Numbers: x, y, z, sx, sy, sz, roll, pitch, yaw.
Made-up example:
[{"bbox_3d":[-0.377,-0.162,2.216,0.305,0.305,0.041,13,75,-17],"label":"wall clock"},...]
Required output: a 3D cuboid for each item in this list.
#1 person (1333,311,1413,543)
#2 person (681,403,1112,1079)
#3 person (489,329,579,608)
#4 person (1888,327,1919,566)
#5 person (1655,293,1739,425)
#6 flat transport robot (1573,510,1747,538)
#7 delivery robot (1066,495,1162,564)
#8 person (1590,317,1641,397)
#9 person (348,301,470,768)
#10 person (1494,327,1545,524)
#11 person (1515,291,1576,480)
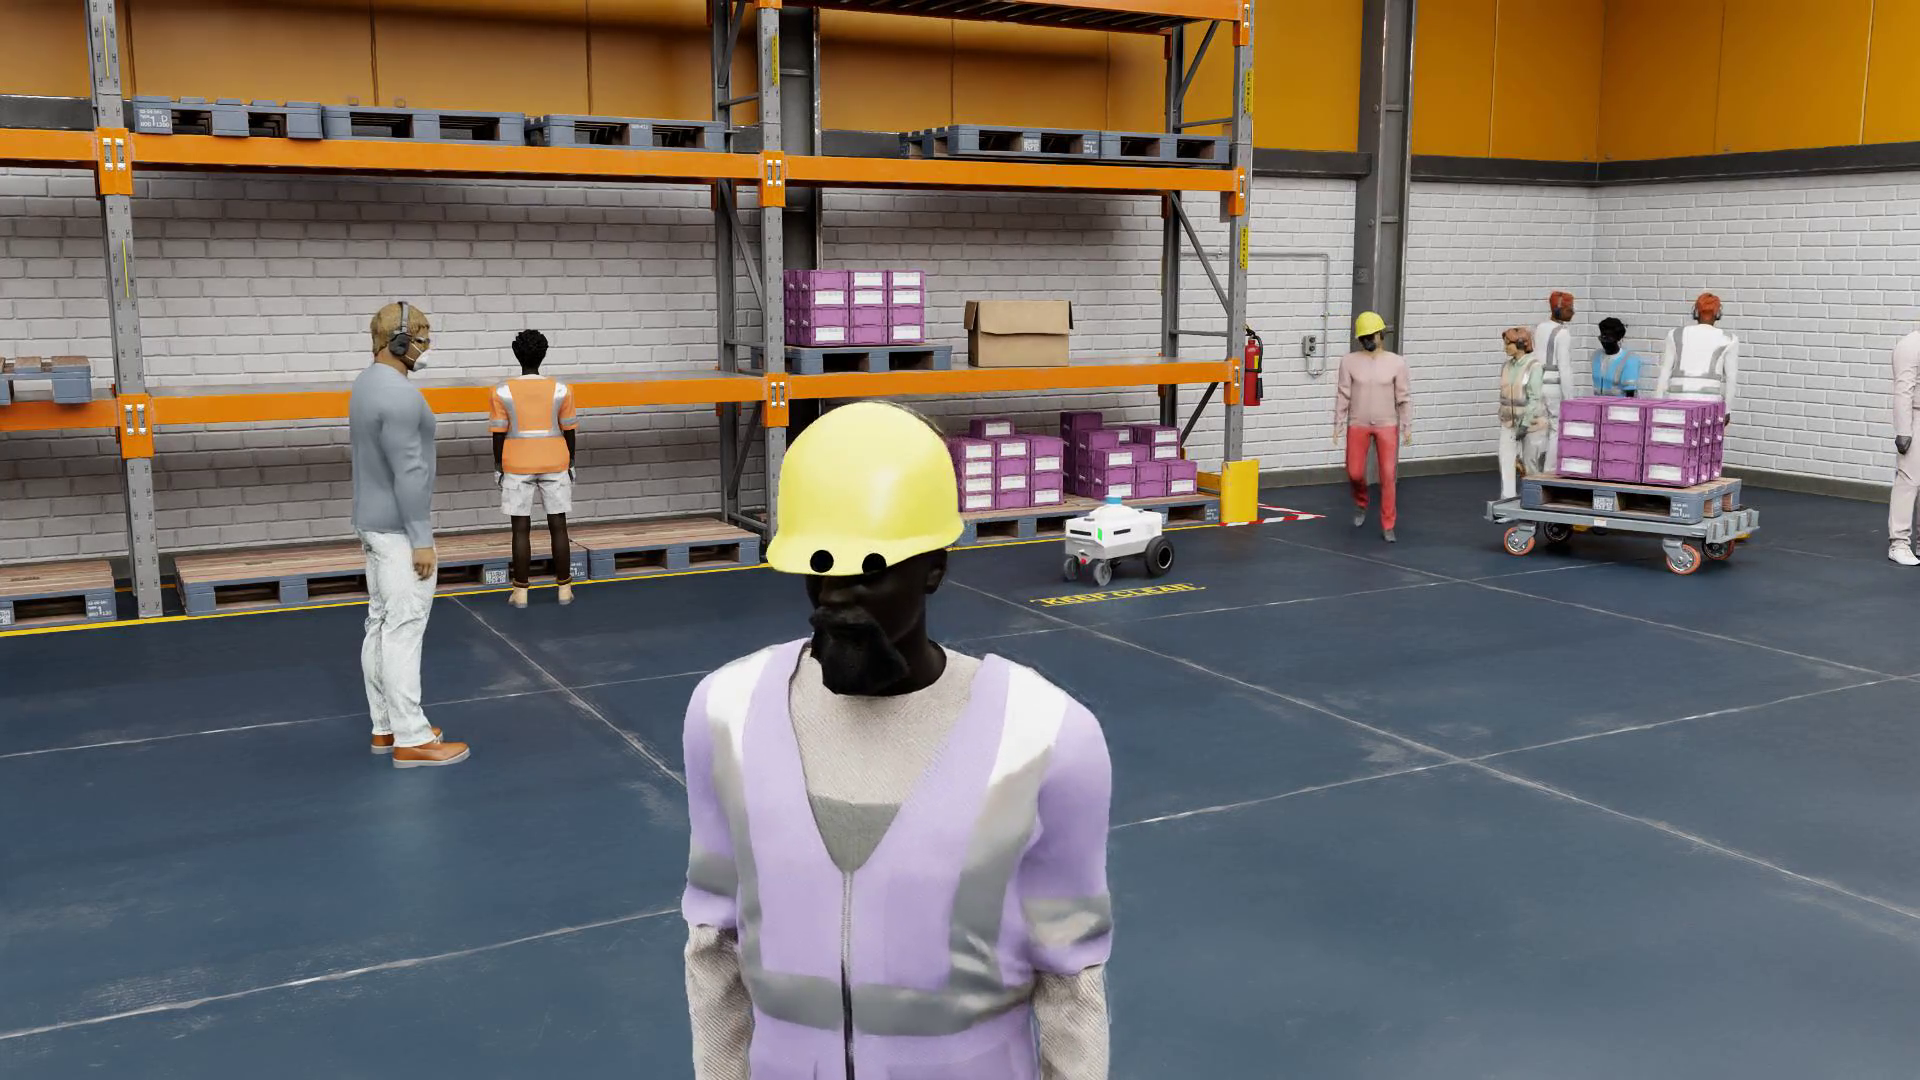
[{"bbox_3d":[3.135,-0.860,12.599,0.602,1.740,0.466,3,10,17],"label":"person"},{"bbox_3d":[-0.081,0.758,2.251,0.599,1.911,0.594,3,10,16],"label":"person"},{"bbox_3d":[-2.592,-0.431,10.149,0.536,1.697,0.318,-4,10,-21],"label":"person"},{"bbox_3d":[6.798,-0.774,11.608,0.642,1.907,0.410,-3,10,-20],"label":"person"},{"bbox_3d":[6.180,-1.135,13.946,0.589,1.851,0.790,6,11,34],"label":"person"},{"bbox_3d":[5.350,-0.193,13.035,1.431,0.197,0.652,3,10,18],"label":"flat transport robot"},{"bbox_3d":[1.024,-0.058,11.065,0.477,0.478,0.707,9,13,43],"label":"delivery robot"},{"bbox_3d":[5.625,-1.104,14.383,0.843,1.638,0.545,-5,11,-28],"label":"person"},{"bbox_3d":[-2.339,-0.023,6.949,0.374,1.934,0.627,-6,11,-33],"label":"person"},{"bbox_3d":[4.623,-0.947,13.611,0.785,1.585,0.493,-7,12,-38],"label":"person"},{"bbox_3d":[5.517,-1.402,15.602,0.614,1.854,0.642,-2,9,-10],"label":"person"}]
